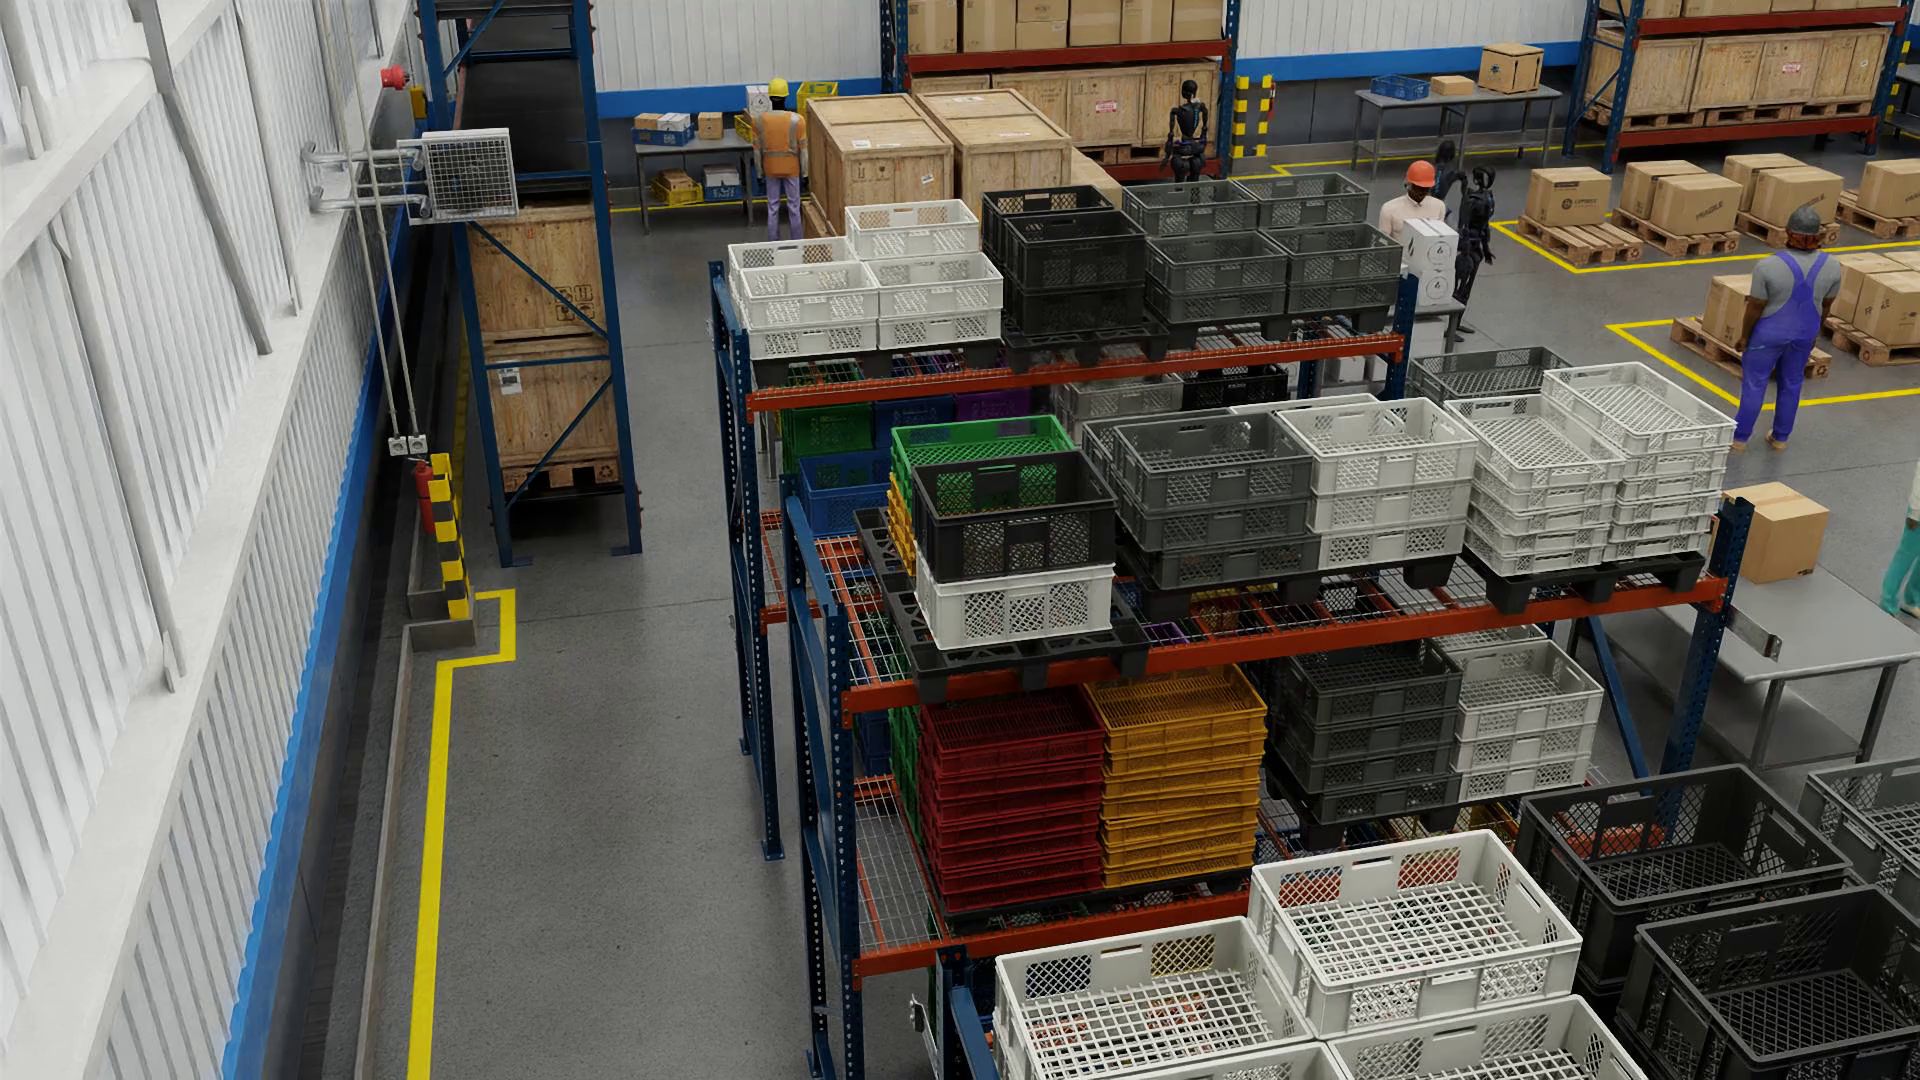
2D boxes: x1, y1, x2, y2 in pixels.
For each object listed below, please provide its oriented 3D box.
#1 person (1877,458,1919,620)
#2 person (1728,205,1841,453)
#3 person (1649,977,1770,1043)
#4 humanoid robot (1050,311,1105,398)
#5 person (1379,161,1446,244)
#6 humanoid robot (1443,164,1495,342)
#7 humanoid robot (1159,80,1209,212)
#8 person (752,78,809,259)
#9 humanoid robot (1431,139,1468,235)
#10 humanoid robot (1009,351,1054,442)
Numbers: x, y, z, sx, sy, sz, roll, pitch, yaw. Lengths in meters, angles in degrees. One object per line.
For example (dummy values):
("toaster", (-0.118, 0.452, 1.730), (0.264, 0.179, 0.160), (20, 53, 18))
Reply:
("person", (6.401, -0.214, 10.845), (0.531, 1.767, 0.324), (-9, 29, -16))
("person", (6.561, -1.688, 13.351), (0.673, 2.000, 0.537), (0, 28, 0))
("person", (2.649, 2.234, 6.077), (0.573, 1.884, 0.357), (18, 33, 30))
("humanoid robot", (0.973, -1.741, 13.877), (0.554, 1.619, 0.751), (-2, 28, -3))
("person", (3.960, -2.384, 14.735), (0.615, 1.986, 0.405), (-5, 28, -9))
("humanoid robot", (4.831, -2.714, 15.669), (0.329, 1.657, 0.583), (19, 33, 32))
("humanoid robot", (2.549, -4.356, 18.783), (0.602, 1.658, 0.324), (-15, 32, -27))
("person", (-1.904, -3.953, 17.768), (0.586, 1.927, 0.366), (1, 28, 1))
("humanoid robot", (4.706, -3.146, 16.551), (0.608, 1.619, 0.760), (16, 32, 28))
("humanoid robot", (0.494, -0.725, 11.914), (0.440, 1.641, 0.625), (-12, 30, -21))
